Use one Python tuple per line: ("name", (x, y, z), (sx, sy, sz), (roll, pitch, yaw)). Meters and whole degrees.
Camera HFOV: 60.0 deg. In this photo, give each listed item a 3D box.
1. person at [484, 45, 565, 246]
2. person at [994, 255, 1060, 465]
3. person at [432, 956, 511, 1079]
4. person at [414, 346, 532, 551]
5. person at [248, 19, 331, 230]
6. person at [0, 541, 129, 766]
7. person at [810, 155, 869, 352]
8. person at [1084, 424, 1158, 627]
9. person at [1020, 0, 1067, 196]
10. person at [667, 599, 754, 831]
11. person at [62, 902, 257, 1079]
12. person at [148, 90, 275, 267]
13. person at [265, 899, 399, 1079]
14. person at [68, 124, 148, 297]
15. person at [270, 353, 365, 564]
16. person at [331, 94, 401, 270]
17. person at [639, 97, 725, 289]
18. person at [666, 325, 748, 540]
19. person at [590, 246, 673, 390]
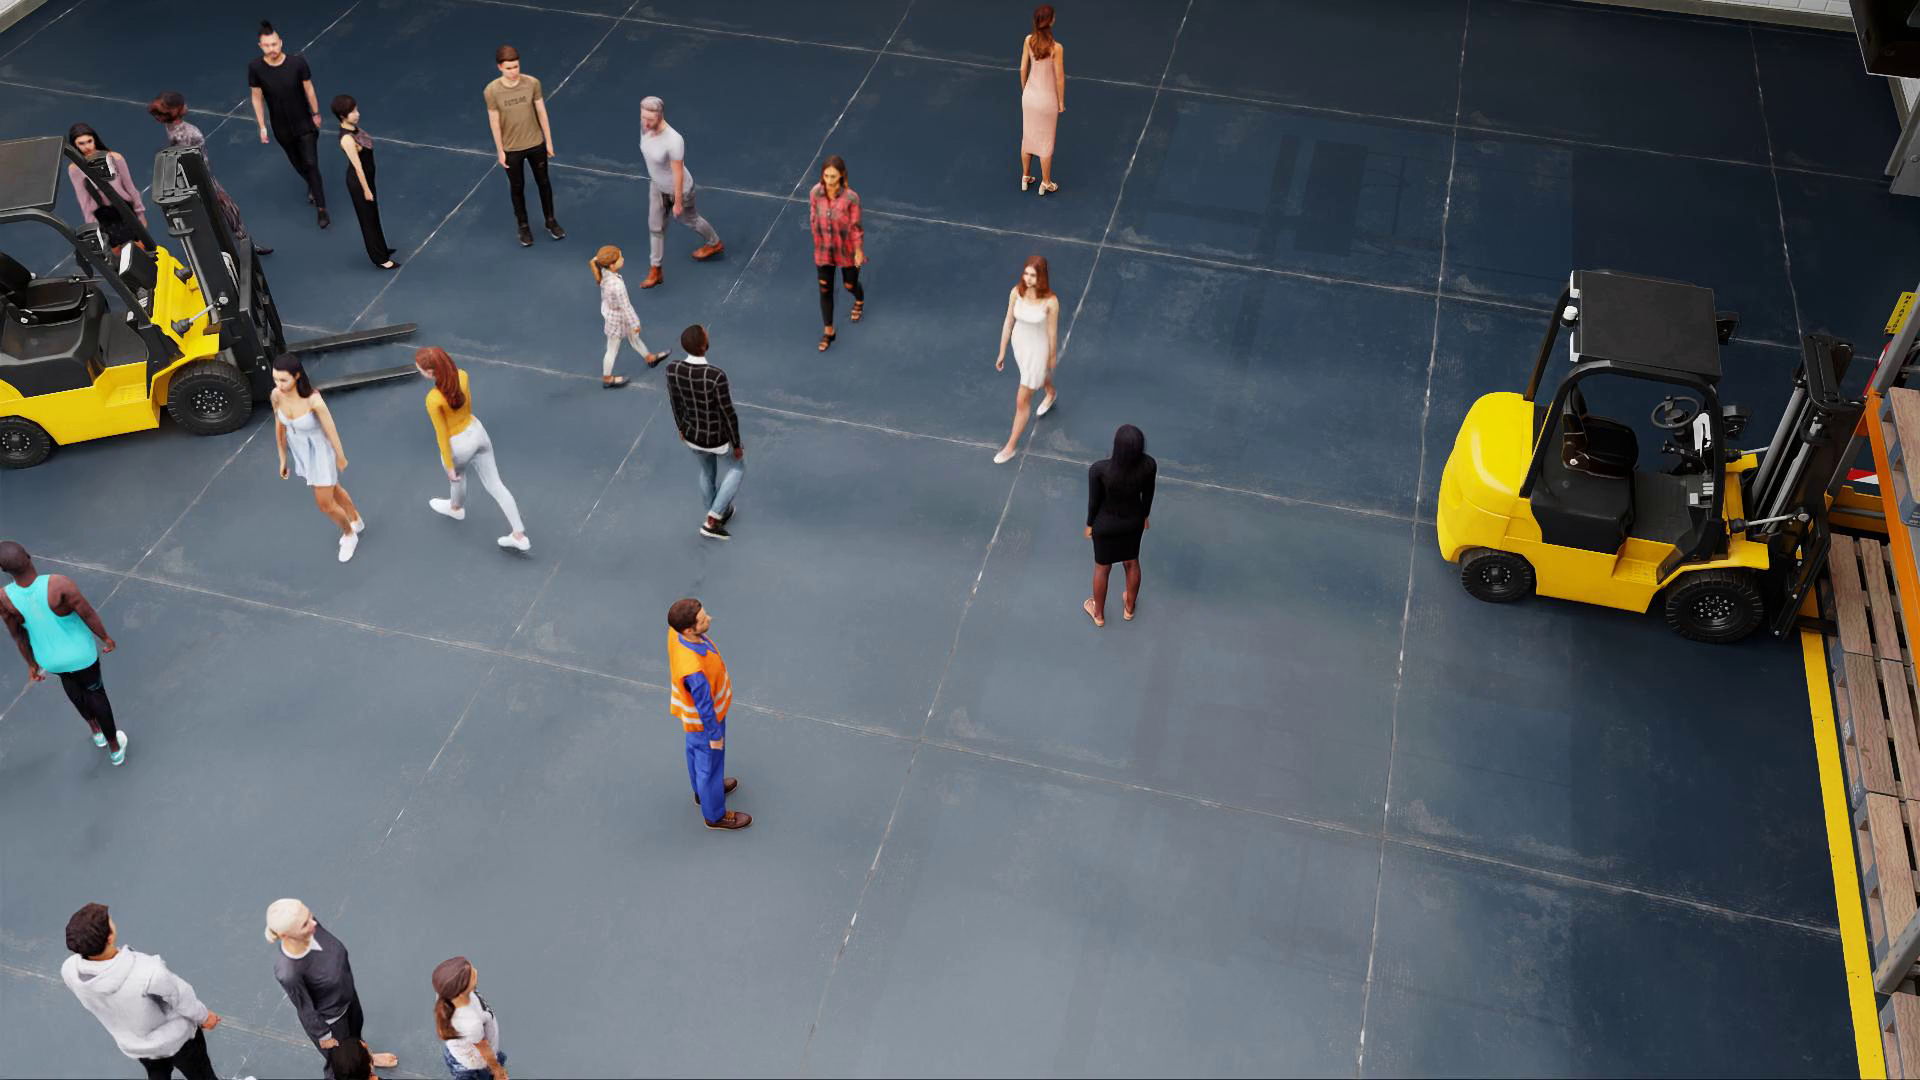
("person", (-3.839, -3.484, 14.603), (0.736, 1.851, 0.779), (-19, 47, -19))
("person", (0.580, -1.476, 12.633), (0.877, 1.662, 1.266), (26, 50, 25))
("person", (-2.503, 2.635, 8.399), (0.832, 1.548, 0.748), (-28, 50, -26))
("person", (-3.391, -0.616, 11.700), (0.875, 1.702, 1.177), (21, 47, 21))
("person", (-6.026, -3.799, 14.949), (0.960, 1.830, 1.163), (-8, 44, -8))
("person", (-5.479, 0.772, 10.176), (0.784, 1.795, 0.821), (-12, 45, -13))
("person", (-0.963, -2.402, 13.587), (0.663, 1.686, 0.932), (14, 45, 14))
("person", (1.061, -0.113, 11.162), (0.683, 1.717, 0.663), (-9, 44, -9))
("person", (0.732, -4.011, 15.171), (0.658, 1.831, 0.626), (25, 49, 24))
("person", (-1.528, 1.019, 9.867), (0.850, 1.864, 0.751), (-14, 45, -14))
("person", (-4.040, 2.460, 8.309), (0.750, 1.928, 0.726), (1, 44, 1))
("person", (-6.589, -3.028, 14.243), (0.995, 1.686, 0.991), (-14, 45, -14))
("person", (-3.271, 2.361, 8.559), (0.723, 1.726, 0.576), (-3, 44, -4))
("person", (-6.985, -2.640, 13.745), (0.724, 1.813, 0.792), (-24, 49, -23))
("person", (-4.494, -0.660, 11.739), (0.606, 1.713, 0.660), (14, 45, 15))
("person", (-5.179, -3.096, 14.377), (0.717, 1.602, 0.621), (-13, 45, -13))
("person", (-2.400, -3.037, 14.200), (1.318, 1.760, 1.123), (-31, 52, -28))
("person", (-1.810, -0.687, 11.695), (0.741, 1.812, 0.795), (17, 46, 17))
("person", (-2.790, -1.745, 13.190), (0.910, 1.282, 0.871), (-19, 47, -19))
